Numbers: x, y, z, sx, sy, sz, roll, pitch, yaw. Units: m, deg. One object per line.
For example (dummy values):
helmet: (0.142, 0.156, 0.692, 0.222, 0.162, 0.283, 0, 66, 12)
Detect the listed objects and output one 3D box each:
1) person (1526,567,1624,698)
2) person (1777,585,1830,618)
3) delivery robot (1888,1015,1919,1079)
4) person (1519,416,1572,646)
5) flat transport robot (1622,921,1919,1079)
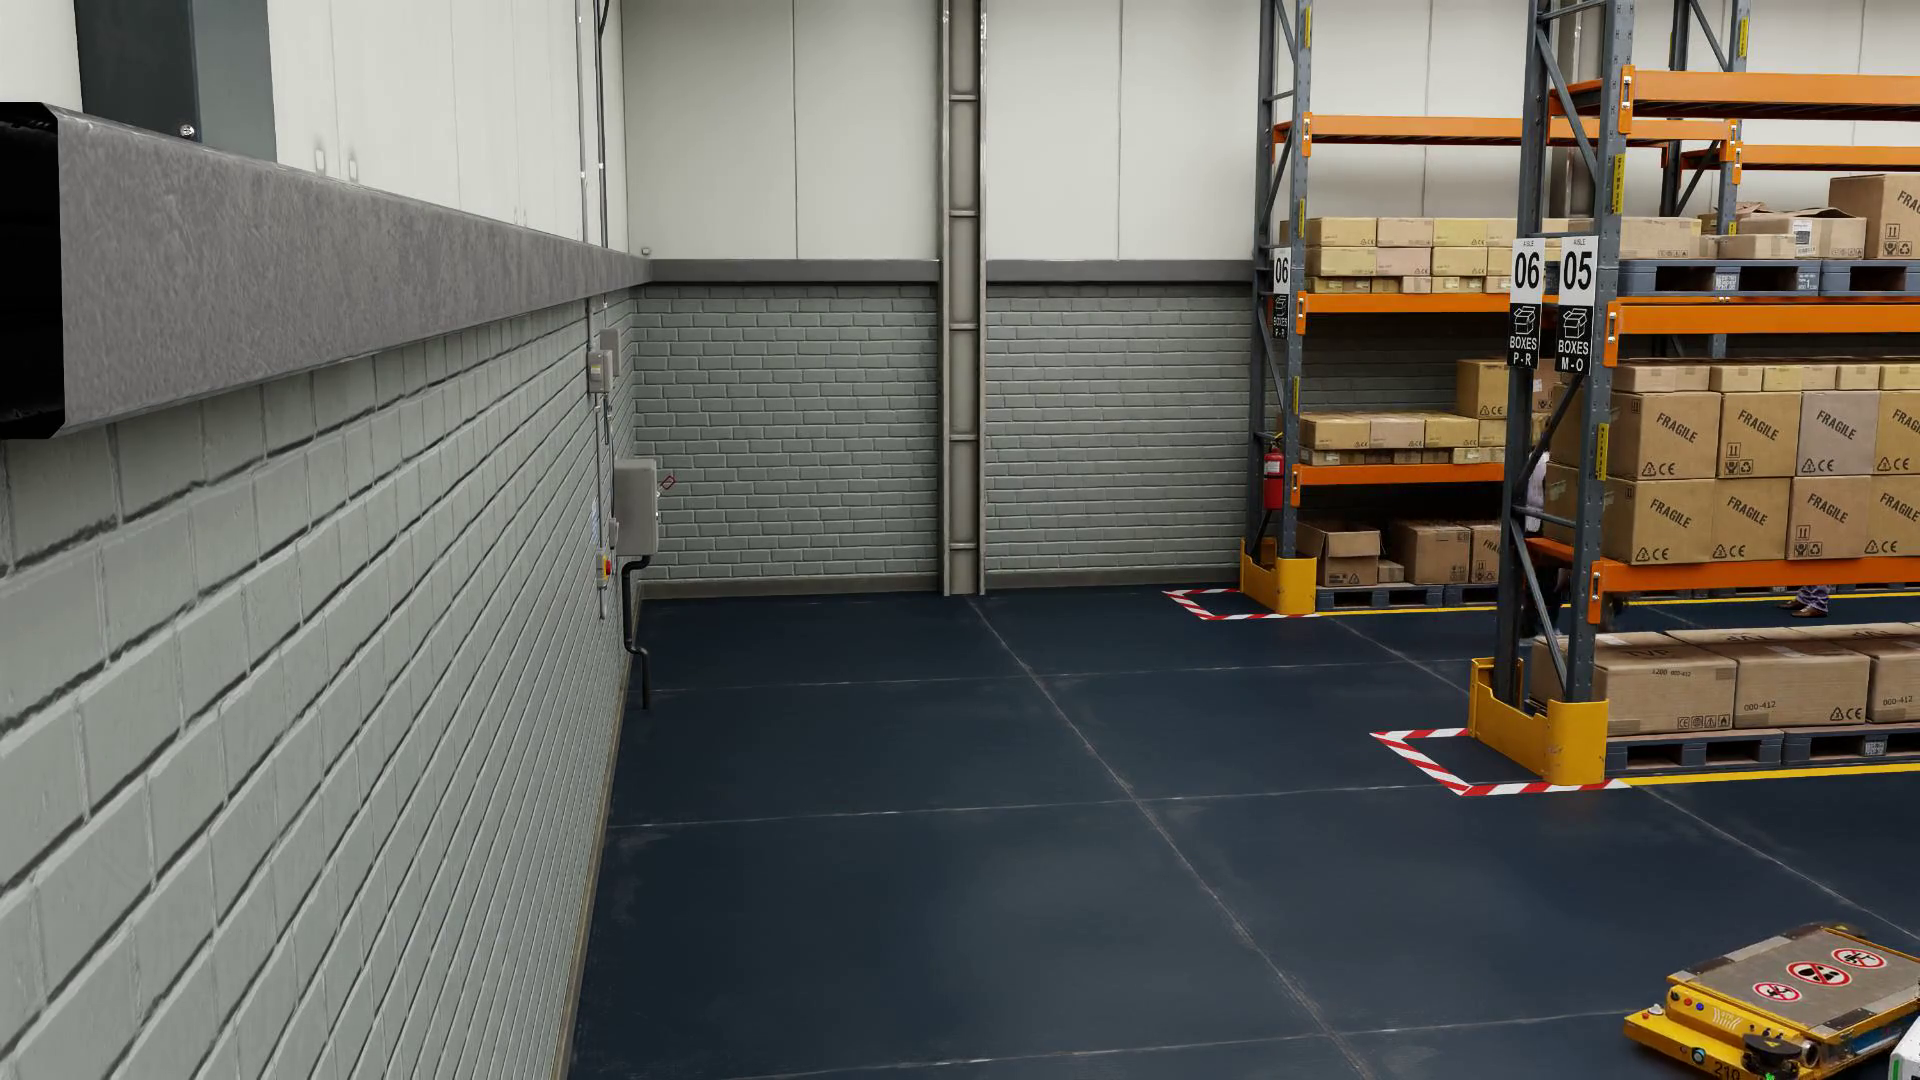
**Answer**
person: (4.299, 0.372, 11.542, 0.845, 1.594, 0.534, -1, 9, -9)
person: (7.483, -0.272, 14.587, 0.410, 1.909, 0.643, 2, 9, 10)
delivery robot: (3.465, 1.790, 5.735, 0.477, 0.478, 0.707, 8, 12, 41)
person: (4.789, -0.061, 13.314, 0.600, 1.899, 0.596, 2, 9, 12)
flat transport robot: (3.371, 1.836, 6.614, 1.431, 0.197, 0.652, -6, 11, -32)
